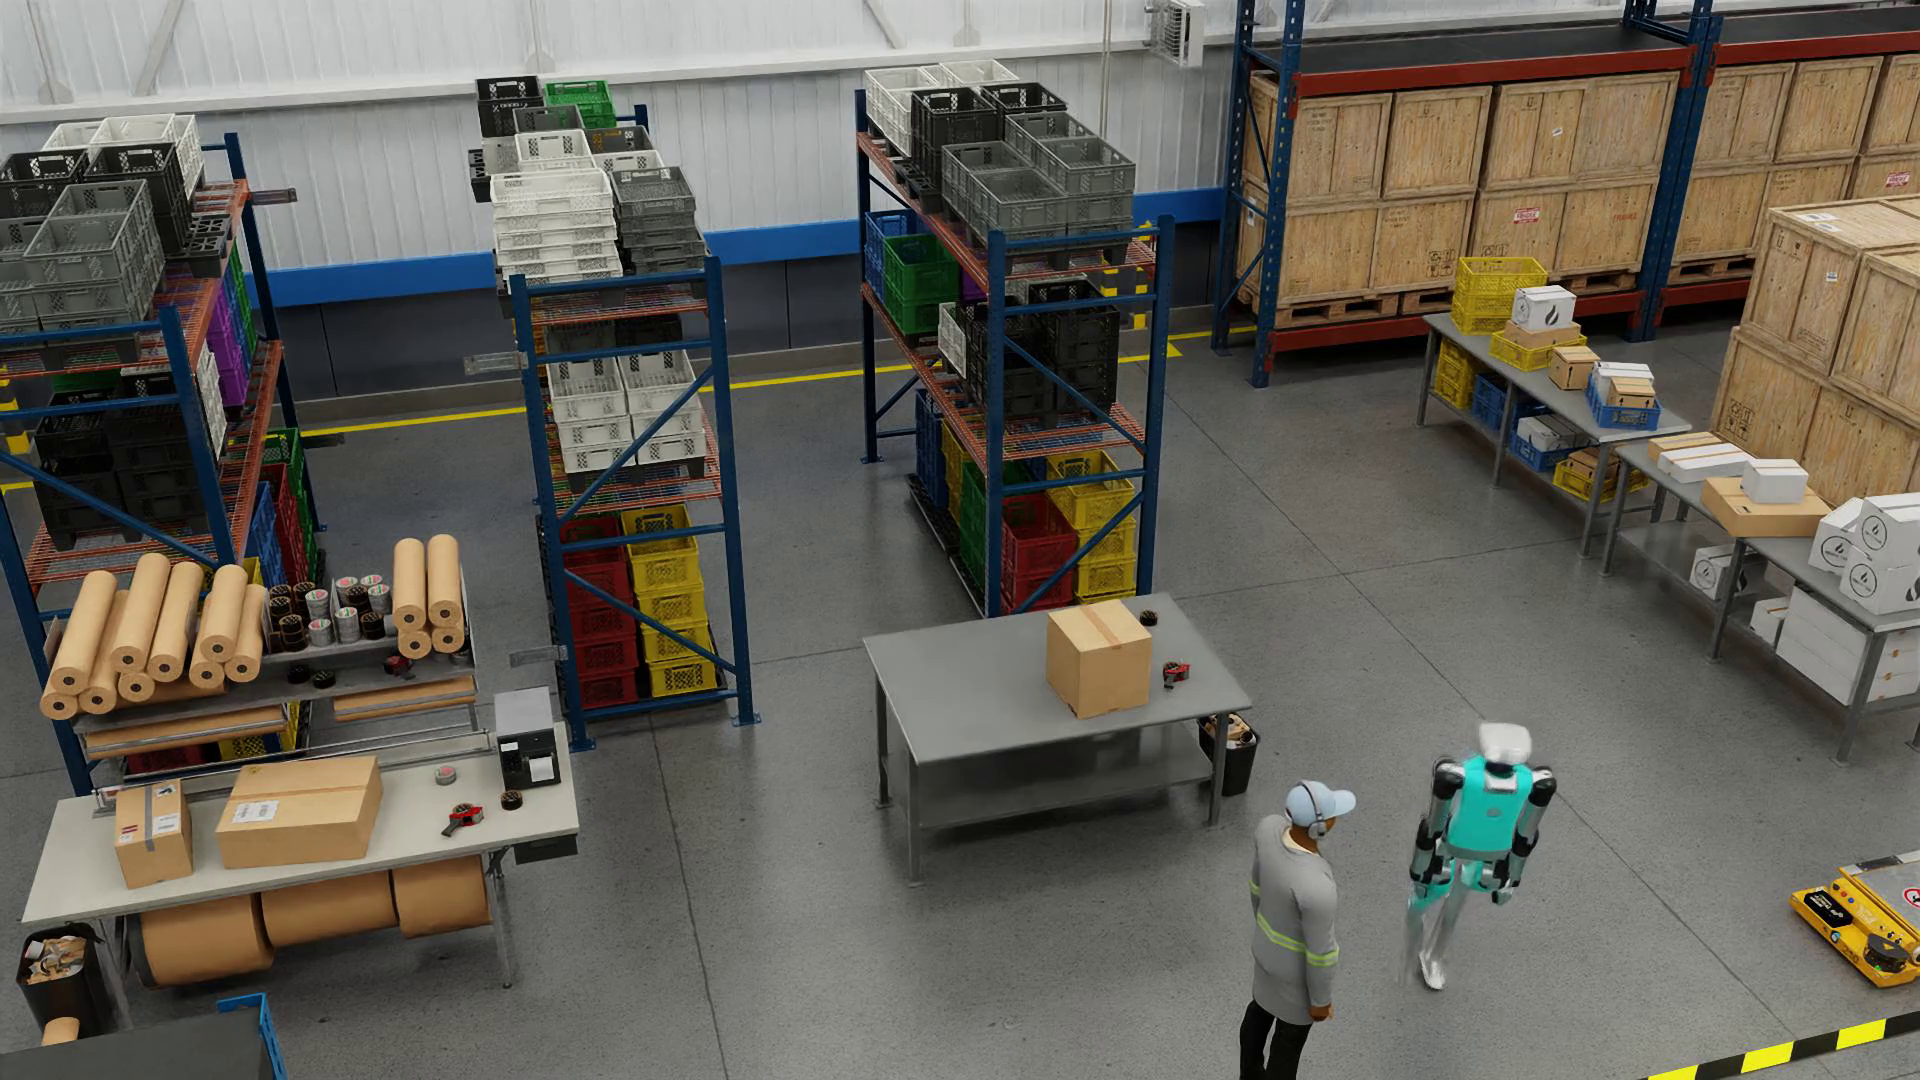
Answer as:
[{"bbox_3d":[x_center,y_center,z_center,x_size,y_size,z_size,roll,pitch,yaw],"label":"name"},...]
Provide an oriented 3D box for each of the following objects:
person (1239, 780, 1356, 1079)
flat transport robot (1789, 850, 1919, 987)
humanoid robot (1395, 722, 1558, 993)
[{"bbox_3d":[1.456,1.807,7.230,0.375,1.852,0.588,-9,30,-16],"label":"person"},{"bbox_3d":[5.163,1.916,8.676,1.431,0.231,0.659,-8,30,-14],"label":"flat transport robot"},{"bbox_3d":[2.386,1.496,7.939,0.552,1.794,0.810,2,29,4],"label":"humanoid robot"}]
